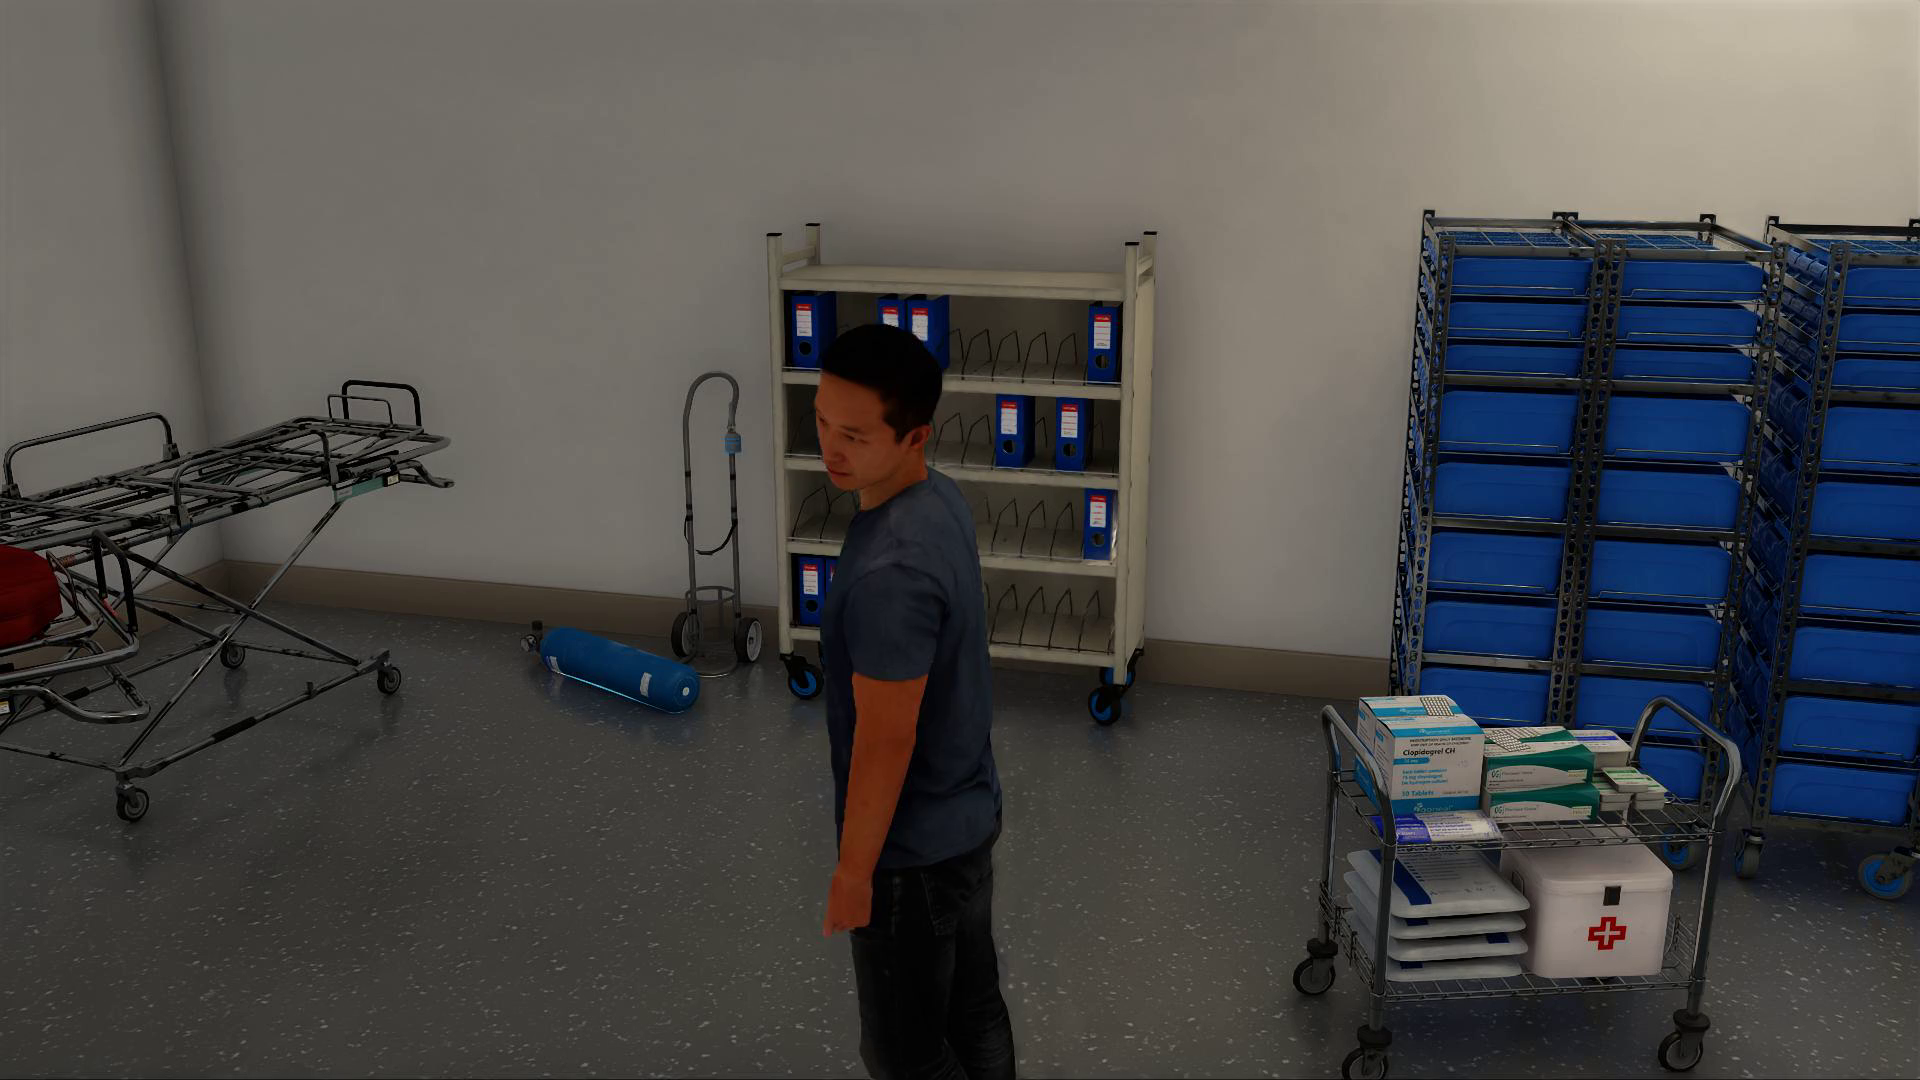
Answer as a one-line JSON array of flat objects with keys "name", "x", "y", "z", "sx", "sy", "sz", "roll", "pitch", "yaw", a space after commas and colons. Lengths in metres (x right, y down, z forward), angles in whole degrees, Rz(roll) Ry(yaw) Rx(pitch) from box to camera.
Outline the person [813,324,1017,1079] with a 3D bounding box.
[{"name": "person", "x": -0.017, "y": 0.478, "z": 2.957, "sx": 0.901, "sy": 1.775, "sz": 0.510, "roll": 6, "pitch": 17, "yaw": 20}]
